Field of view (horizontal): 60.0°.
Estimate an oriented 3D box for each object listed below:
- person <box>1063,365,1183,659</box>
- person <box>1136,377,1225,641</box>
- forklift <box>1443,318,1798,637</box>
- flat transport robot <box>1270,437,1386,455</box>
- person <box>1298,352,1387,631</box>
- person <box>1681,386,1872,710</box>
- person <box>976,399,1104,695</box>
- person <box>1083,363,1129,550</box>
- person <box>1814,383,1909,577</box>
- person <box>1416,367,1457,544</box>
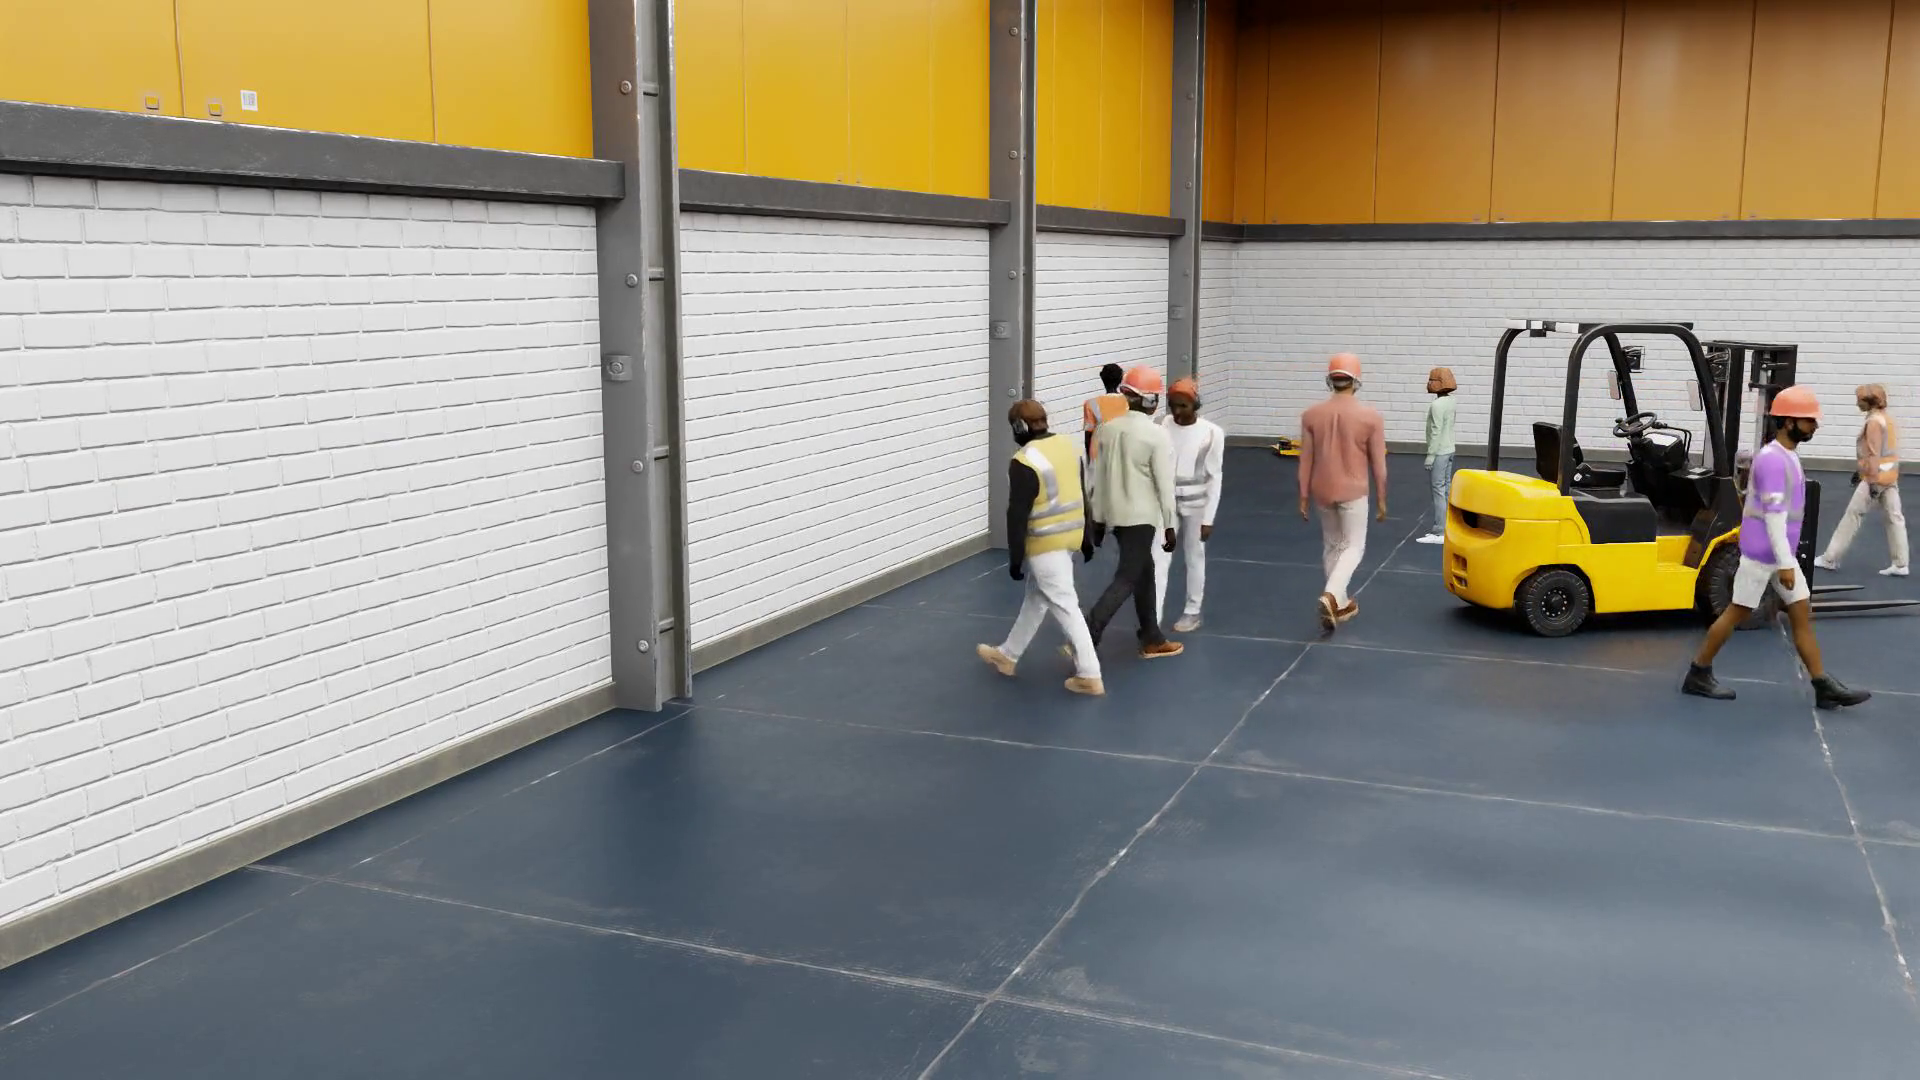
[{"bbox_3d":[1.053,-0.138,10.584,1.001,1.955,0.607,-6,11,-32],"label":"person"},{"bbox_3d":[1.468,-0.205,11.360,0.654,1.813,1.013,4,10,23],"label":"person"},{"bbox_3d":[4.706,-0.497,11.990,2.313,2.155,1.214,-2,10,-10],"label":"forklift"},{"bbox_3d":[4.997,-1.288,22.597,1.431,0.197,0.652,0,9,-1],"label":"flat transport robot"},{"bbox_3d":[2.679,-0.341,11.748,0.624,1.971,0.858,6,11,34],"label":"person"},{"bbox_3d":[4.746,0.048,9.636,1.014,1.879,0.573,7,12,38],"label":"person"},{"bbox_3d":[0.501,0.029,10.103,0.994,1.763,0.697,6,11,33],"label":"person"},{"bbox_3d":[1.371,-0.750,15.060,0.529,1.690,0.320,-1,9,-5],"label":"person"},{"bbox_3d":[7.491,-0.499,13.766,0.836,1.591,0.542,8,13,41],"label":"person"},{"bbox_3d":[4.434,-0.782,15.410,0.284,1.633,0.497,6,11,33],"label":"person"}]
